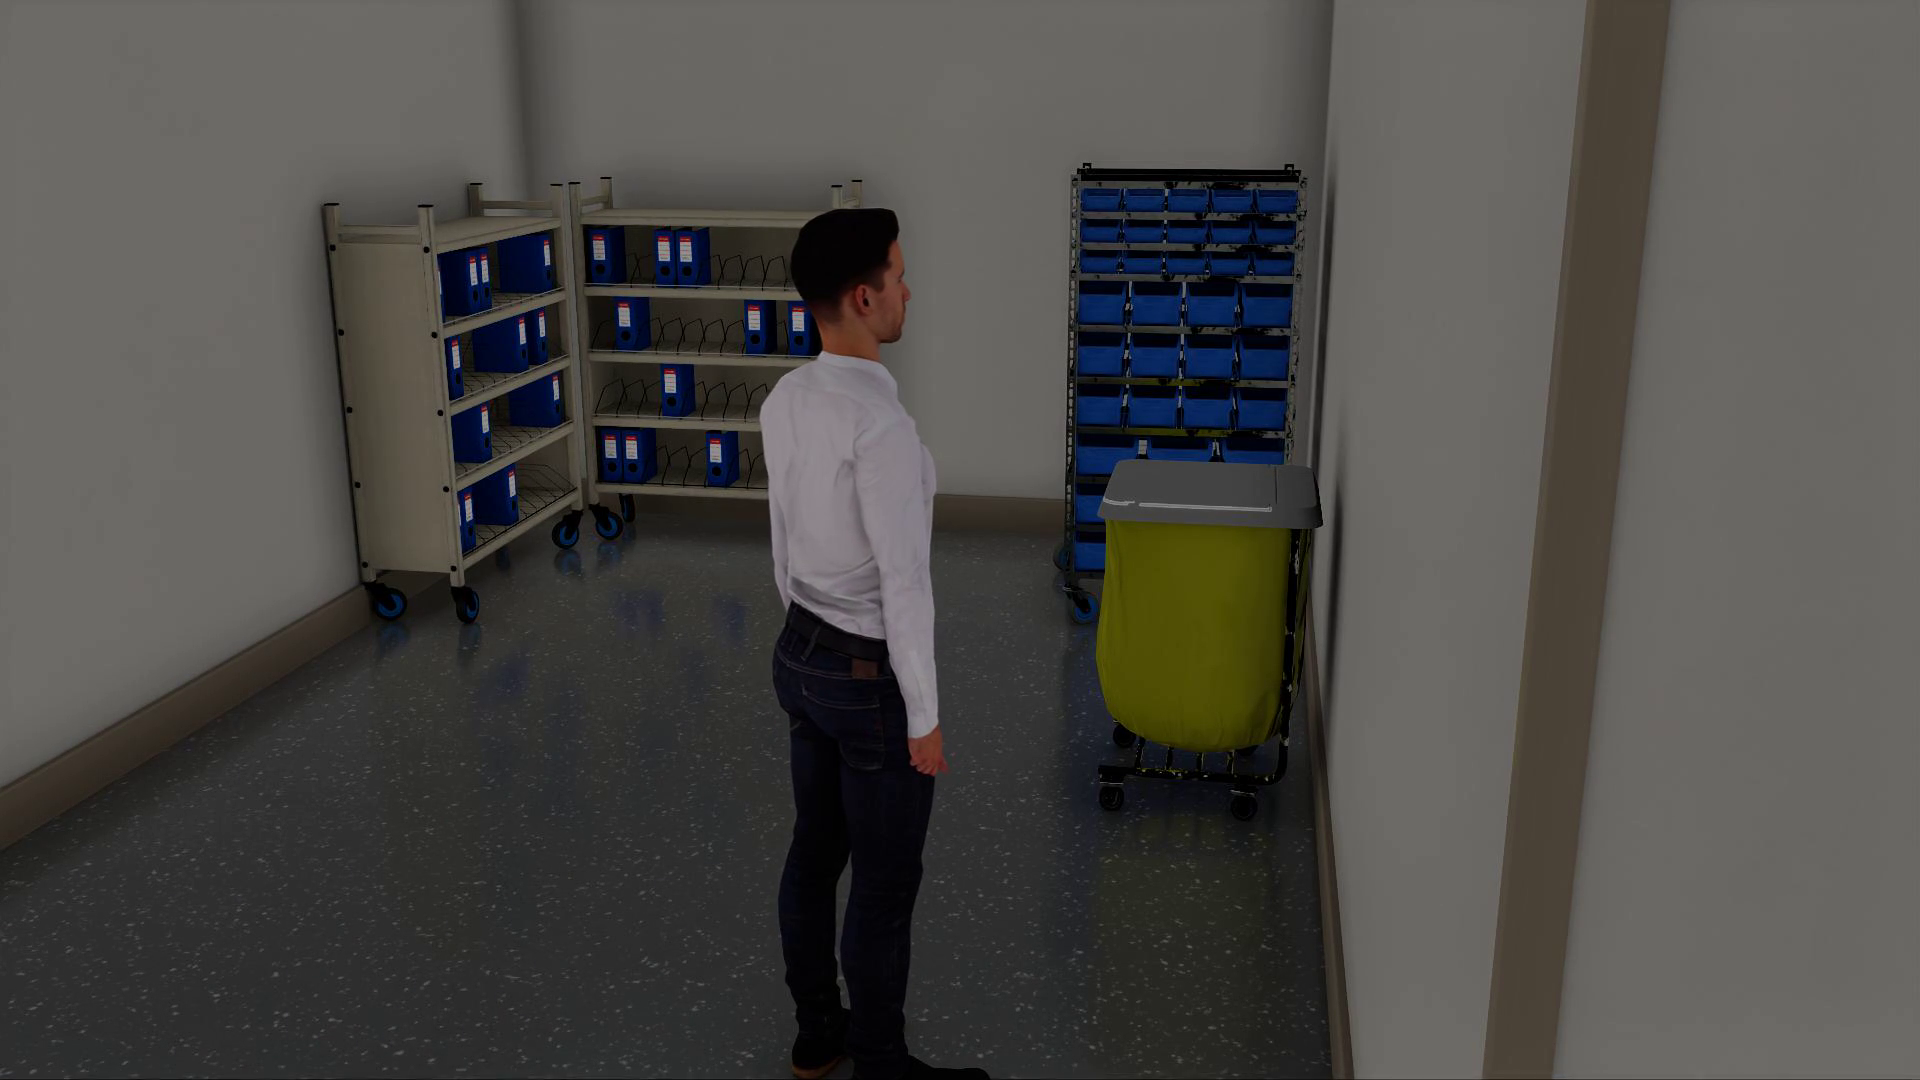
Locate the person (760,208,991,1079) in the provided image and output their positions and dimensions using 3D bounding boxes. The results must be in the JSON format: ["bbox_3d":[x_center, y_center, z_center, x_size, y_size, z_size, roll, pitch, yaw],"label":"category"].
[{"bbox_3d":[-0.222,0.272,3.355,0.779,1.868,0.718,-11,19,-34],"label":"person"}]
